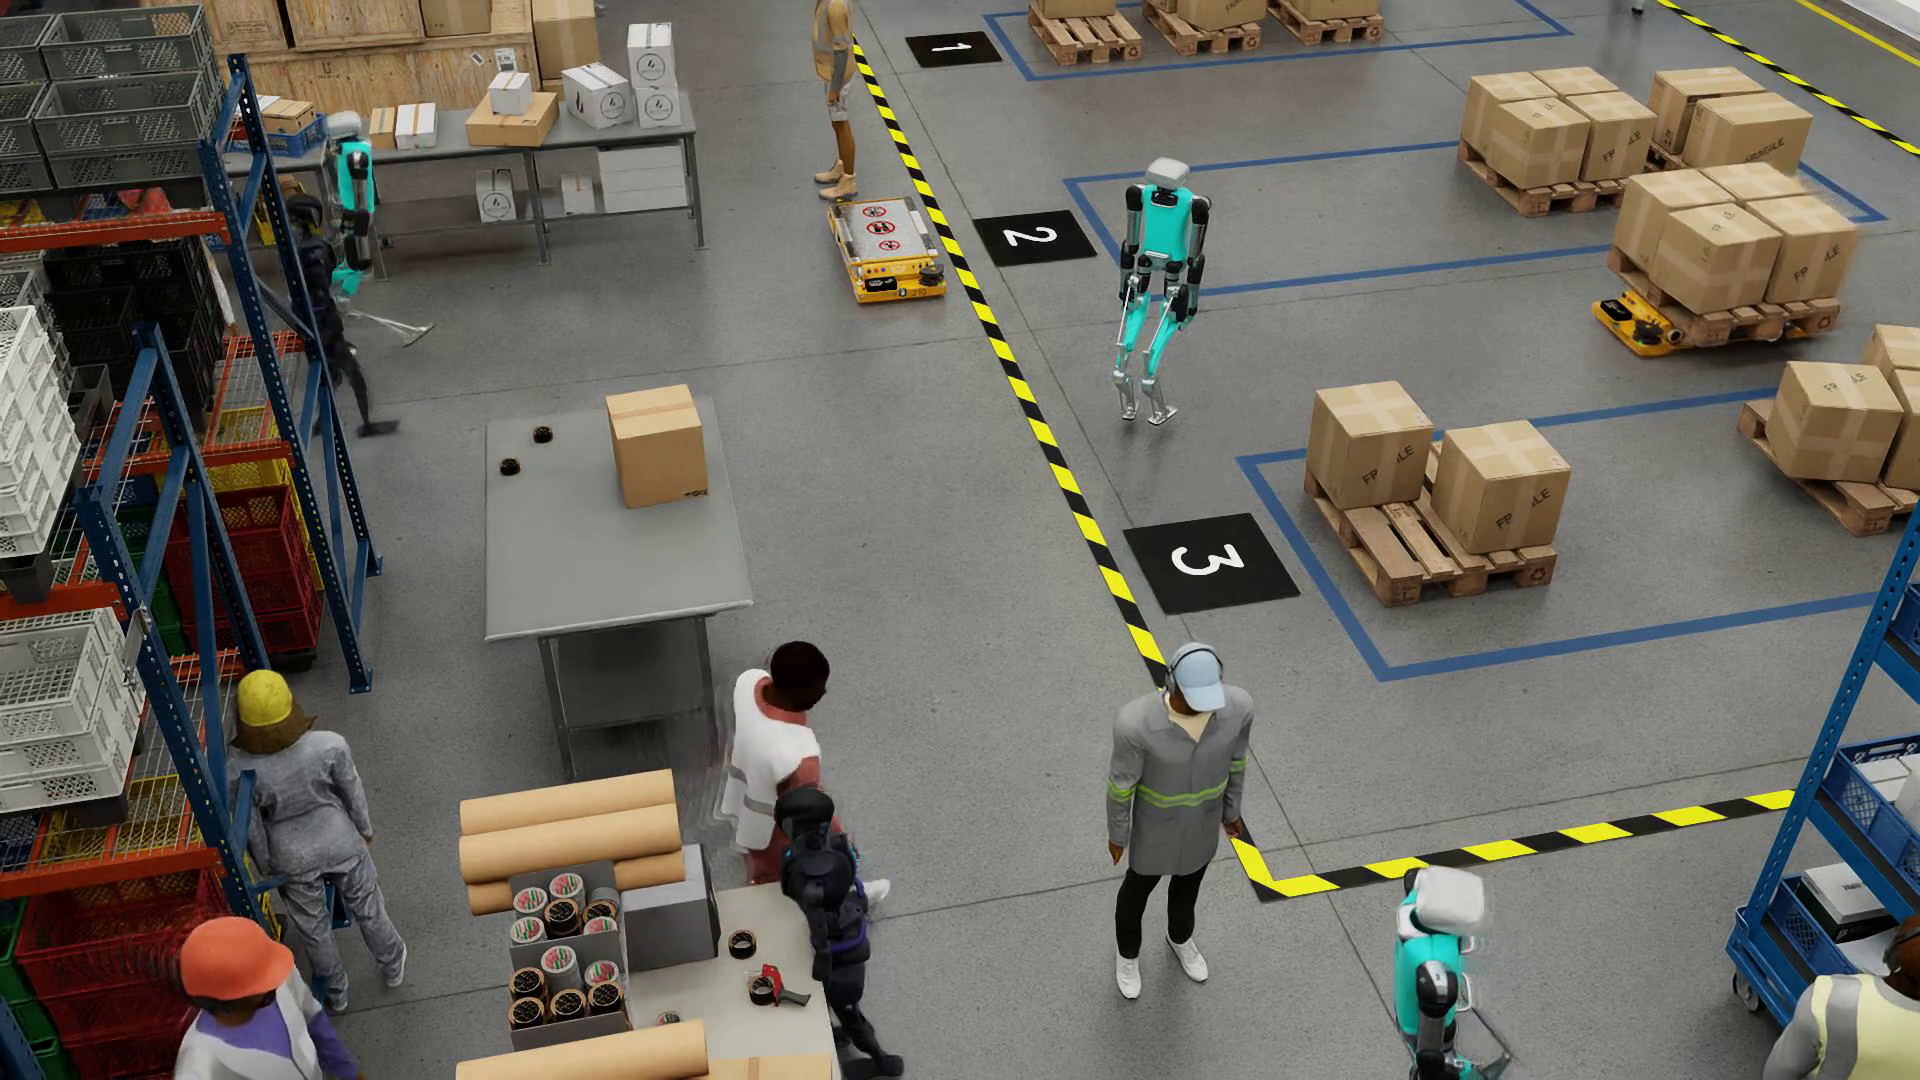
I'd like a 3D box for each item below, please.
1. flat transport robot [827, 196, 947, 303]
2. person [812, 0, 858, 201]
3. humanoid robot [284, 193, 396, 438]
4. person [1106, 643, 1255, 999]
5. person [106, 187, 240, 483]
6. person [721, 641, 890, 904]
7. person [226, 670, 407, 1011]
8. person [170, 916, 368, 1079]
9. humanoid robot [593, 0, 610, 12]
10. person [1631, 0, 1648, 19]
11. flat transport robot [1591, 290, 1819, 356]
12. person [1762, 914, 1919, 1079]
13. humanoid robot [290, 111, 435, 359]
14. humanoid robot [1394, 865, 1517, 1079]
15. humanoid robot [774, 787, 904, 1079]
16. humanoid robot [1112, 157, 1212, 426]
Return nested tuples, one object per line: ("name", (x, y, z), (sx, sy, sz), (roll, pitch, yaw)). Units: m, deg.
("flat transport robot", (-0.570, -2.220, 12.538), (0.659, 0.231, 1.431), (-8, 37, -10))
("person", (-1.006, -3.661, 12.998), (0.383, 2.034, 0.603), (-5, 37, -7))
("humanoid robot", (-3.913, -1.340, 10.194), (0.484, 1.659, 0.613), (-21, 41, -25))
("person", (0.880, 1.136, 6.700), (0.597, 1.850, 0.395), (-10, 38, -13))
("person", (-4.658, -1.306, 9.965), (0.542, 1.871, 0.957), (-28, 45, -33))
("person", (-0.653, 1.108, 6.737), (0.876, 1.857, 0.607), (-16, 39, -20))
("person", (-2.605, 1.210, 6.690), (0.483, 1.744, 0.299), (-17, 40, -22))
("person", (-2.168, 1.941, 5.505), (0.954, 1.994, 0.626), (3, 37, 4))
("humanoid robot", (-3.990, -6.010, 16.387), (0.928, 1.730, 0.530), (7, 37, 10))
("person", (6.896, -6.201, 16.621), (0.594, 1.782, 0.941), (9, 38, 12))
("flat transport robot", (5.269, -1.610, 11.694), (1.431, 0.197, 0.652), (-8, 37, -10))
("person", (3.022, 1.921, 5.655), (0.626, 1.844, 0.429), (9, 38, 12))
("humanoid robot", (-4.099, -1.902, 10.884), (1.026, 1.723, 0.559), (-15, 39, -20))
("humanoid robot", (1.880, 1.850, 5.885), (0.886, 1.832, 0.558), (4, 37, 5))
("humanoid robot", (-0.458, 1.523, 6.339), (0.457, 1.641, 0.587), (-3, 37, -4))
("humanoid robot", (1.140, -1.430, 10.133), (0.533, 1.677, 0.735), (17, 40, 22))
